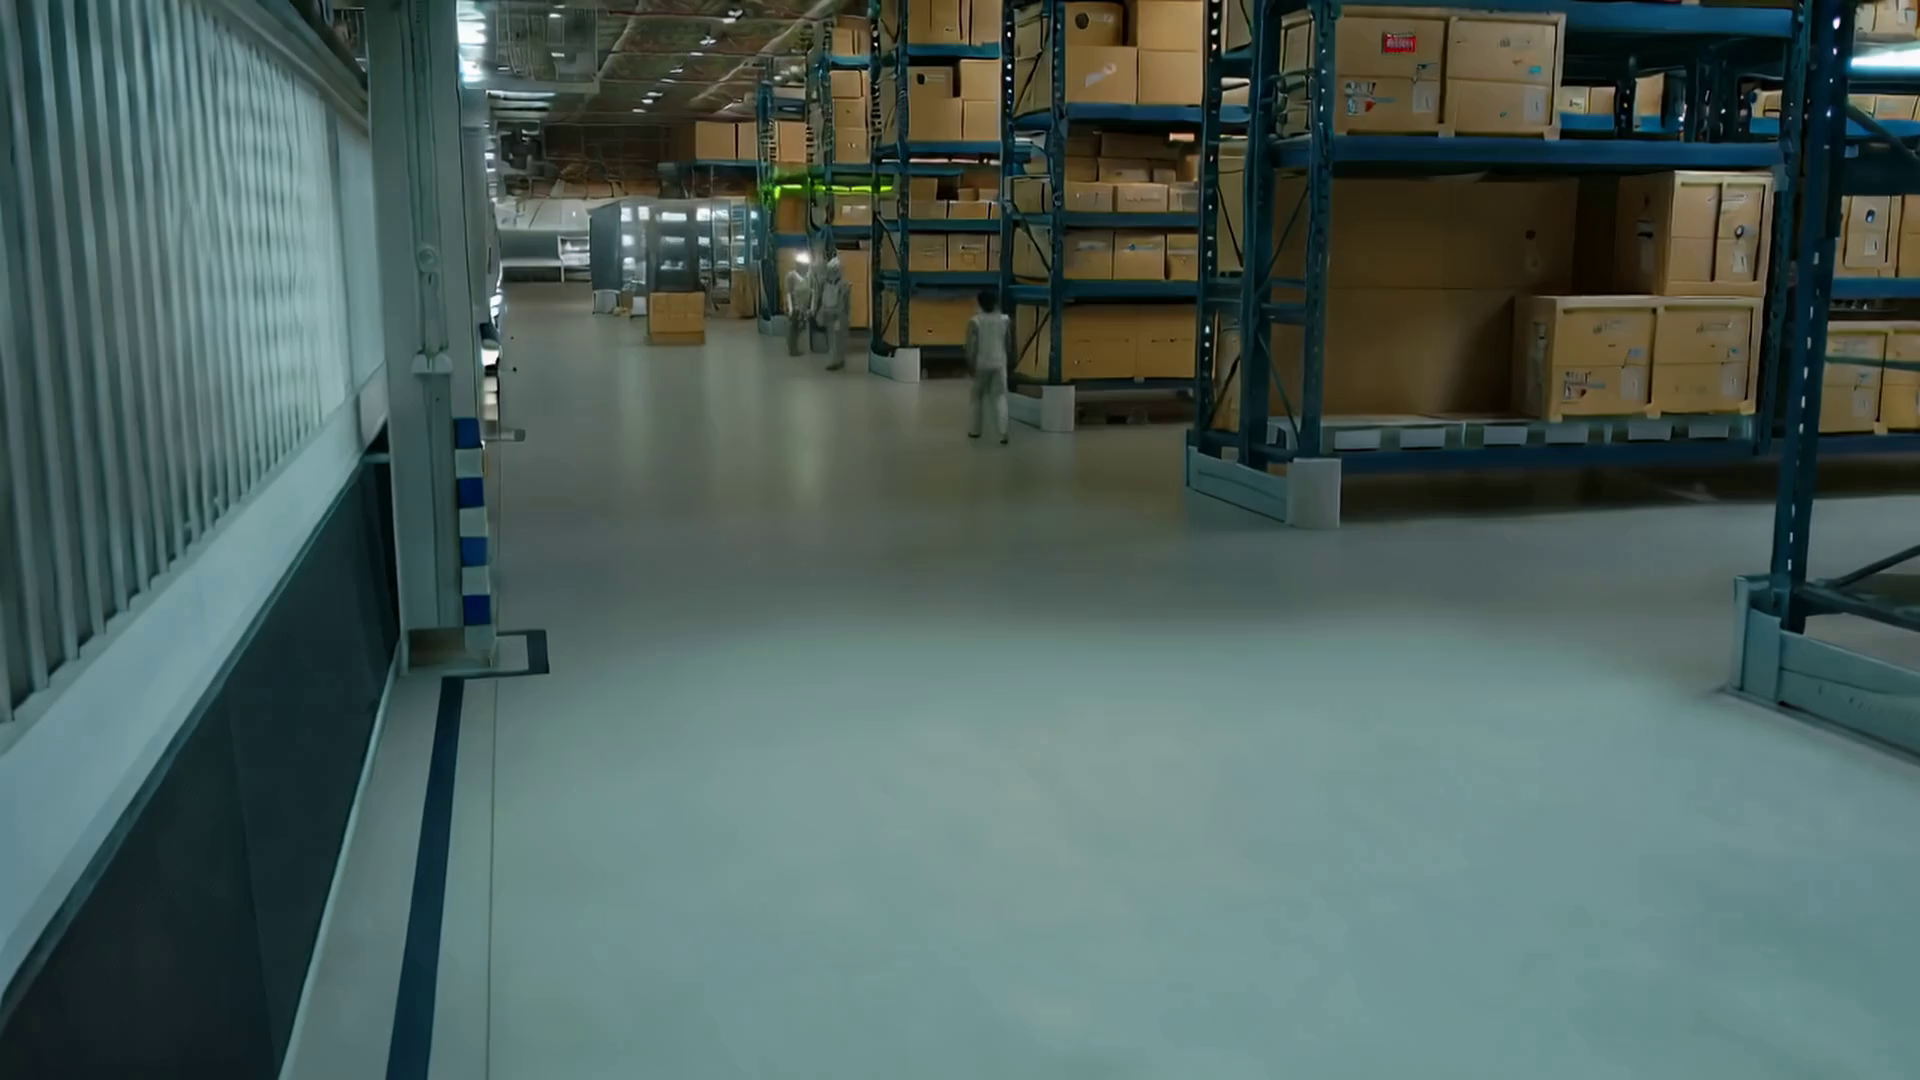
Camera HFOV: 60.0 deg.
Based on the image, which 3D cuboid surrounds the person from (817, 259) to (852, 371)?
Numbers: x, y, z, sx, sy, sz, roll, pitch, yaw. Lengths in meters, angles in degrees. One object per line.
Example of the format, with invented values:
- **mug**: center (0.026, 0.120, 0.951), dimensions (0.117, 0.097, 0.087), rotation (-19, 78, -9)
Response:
- **person**: center (-2.043, -3.657, 27.109), dimensions (0.638, 1.817, 0.427), rotation (10, 14, 44)

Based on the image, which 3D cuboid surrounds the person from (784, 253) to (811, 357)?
- **person**: center (-3.000, -4.337, 30.688), dimensions (0.524, 1.907, 0.640), rotation (10, 14, 44)

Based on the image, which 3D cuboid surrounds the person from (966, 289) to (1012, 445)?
- **person**: center (0.308, -1.780, 17.115), dimensions (0.515, 1.593, 0.875), rotation (-3, 10, -14)

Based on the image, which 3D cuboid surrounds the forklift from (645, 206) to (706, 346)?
- **forklift**: center (-5.864, -5.422, 34.076), dimensions (1.129, 2.768, 1.873), rotation (-3, 10, -15)

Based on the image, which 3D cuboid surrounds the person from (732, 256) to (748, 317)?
- **person**: center (-6.380, -7.340, 48.154), dimensions (0.484, 1.744, 0.296), rotation (9, 13, 41)
